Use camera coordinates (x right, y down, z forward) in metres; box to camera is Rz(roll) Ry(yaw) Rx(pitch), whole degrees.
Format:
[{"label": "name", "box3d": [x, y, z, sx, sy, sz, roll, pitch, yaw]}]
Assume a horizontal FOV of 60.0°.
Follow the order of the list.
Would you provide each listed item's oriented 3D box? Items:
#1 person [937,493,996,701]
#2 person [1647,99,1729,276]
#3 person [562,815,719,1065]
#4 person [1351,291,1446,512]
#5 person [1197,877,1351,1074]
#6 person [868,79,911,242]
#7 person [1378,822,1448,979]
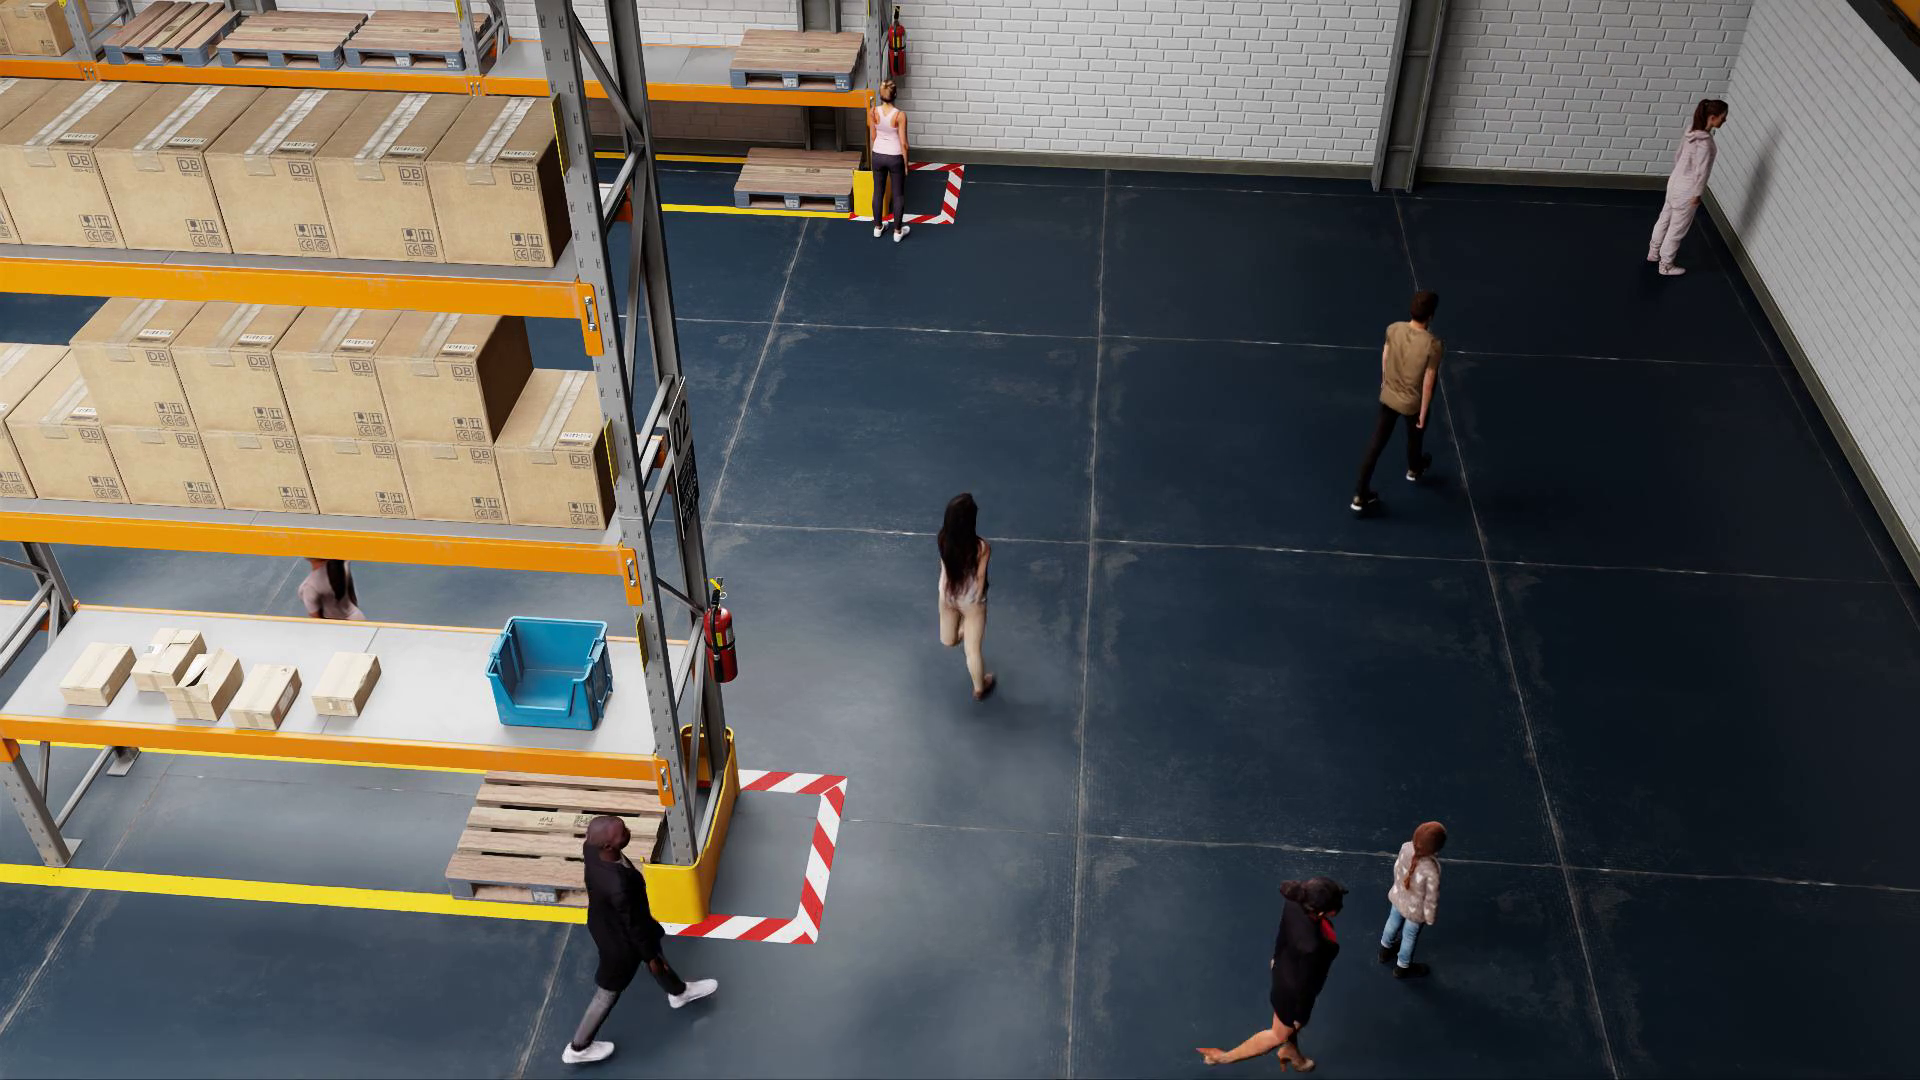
[{"label": "person", "box3d": [0.085, 0.303, 11.126, 0.781, 1.650, 0.765, -8, 39, -10]}, {"label": "person", "box3d": [6.819, -3.338, 15.656, 0.604, 1.689, 0.663, -2, 39, -2]}, {"label": "person", "box3d": [-1.880, 2.133, 8.783, 1.267, 1.716, 1.078, -18, 42, -21]}, {"label": "person", "box3d": [3.315, -1.024, 12.664, 1.234, 1.806, 1.228, 32, 48, 33]}, {"label": "person", "box3d": [1.654, 2.328, 8.621, 0.920, 1.612, 0.647, -3, 39, -4]}, {"label": "person", "box3d": [-0.700, -3.688, 16.140, 0.519, 1.631, 0.651, 11, 40, 14]}, {"label": "person", "box3d": [2.545, 2.012, 9.352, 0.590, 1.194, 0.560, -18, 42, -21]}]
